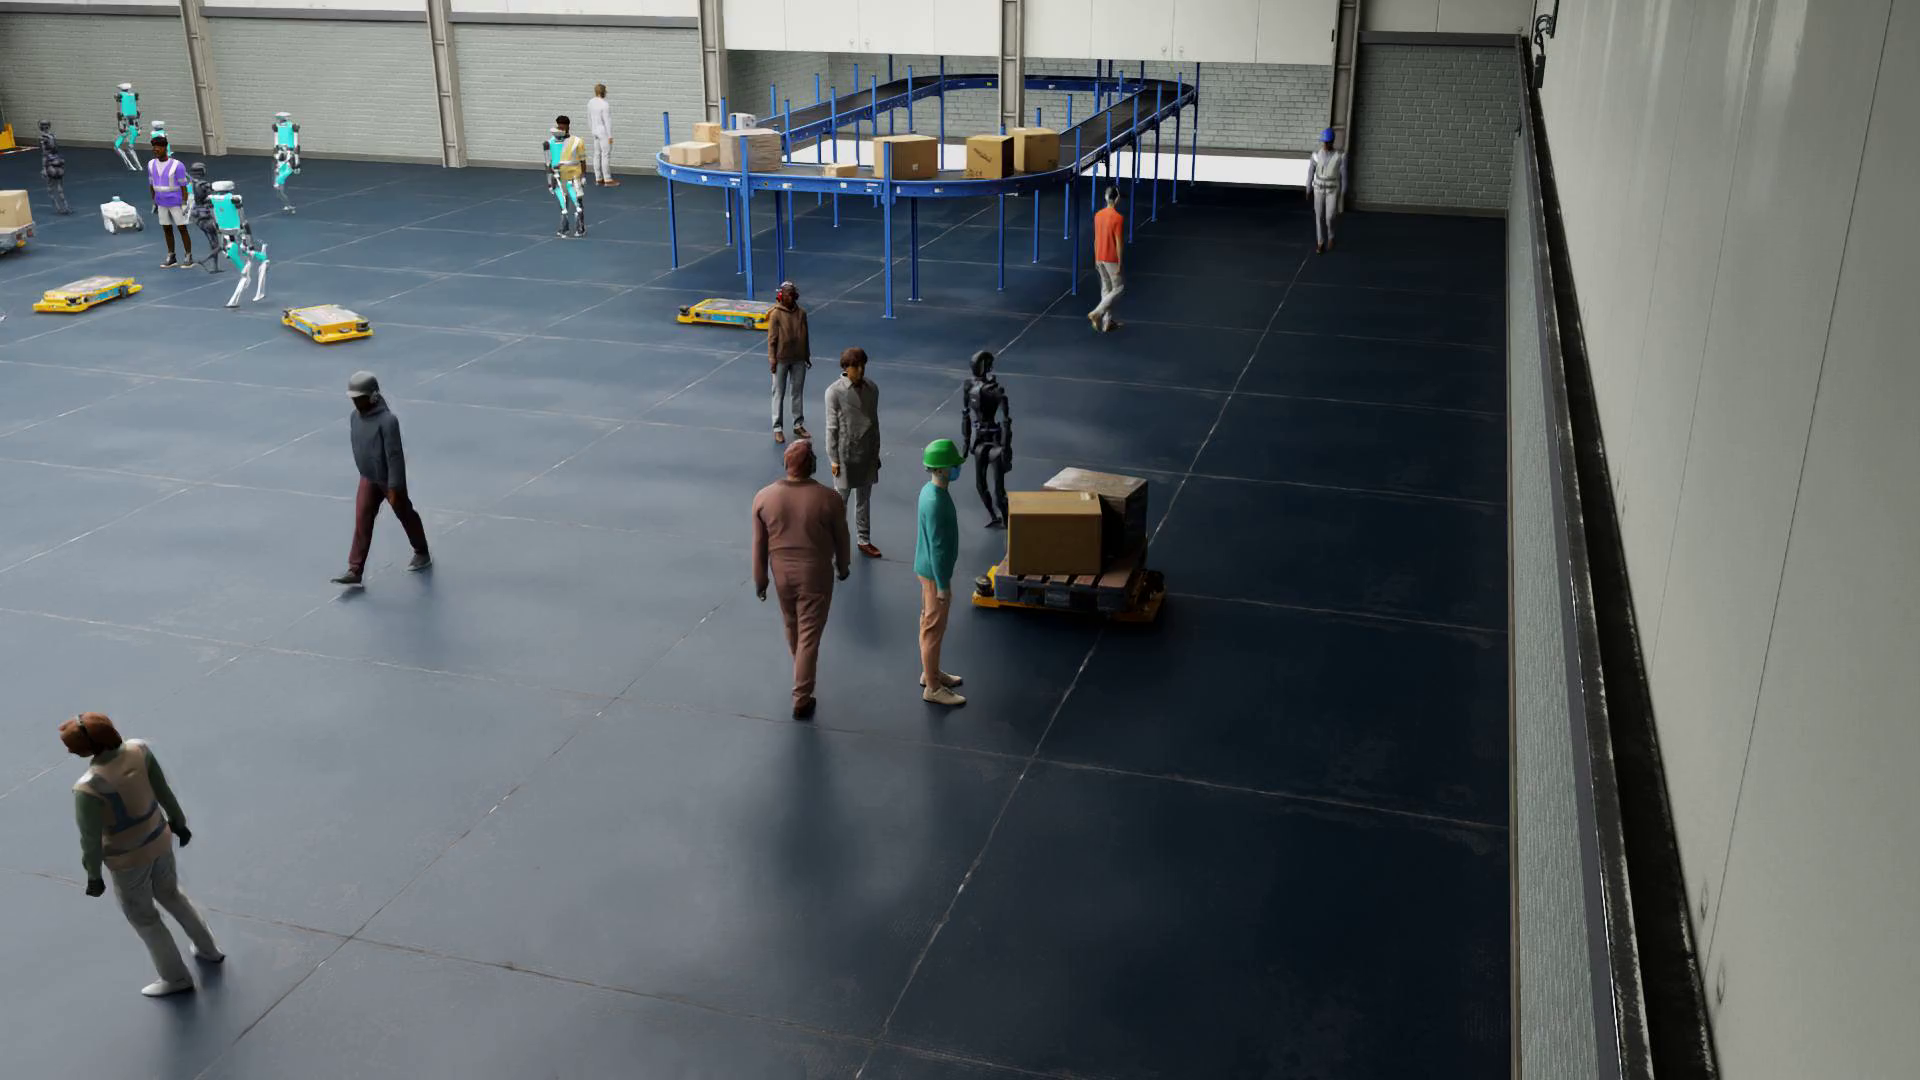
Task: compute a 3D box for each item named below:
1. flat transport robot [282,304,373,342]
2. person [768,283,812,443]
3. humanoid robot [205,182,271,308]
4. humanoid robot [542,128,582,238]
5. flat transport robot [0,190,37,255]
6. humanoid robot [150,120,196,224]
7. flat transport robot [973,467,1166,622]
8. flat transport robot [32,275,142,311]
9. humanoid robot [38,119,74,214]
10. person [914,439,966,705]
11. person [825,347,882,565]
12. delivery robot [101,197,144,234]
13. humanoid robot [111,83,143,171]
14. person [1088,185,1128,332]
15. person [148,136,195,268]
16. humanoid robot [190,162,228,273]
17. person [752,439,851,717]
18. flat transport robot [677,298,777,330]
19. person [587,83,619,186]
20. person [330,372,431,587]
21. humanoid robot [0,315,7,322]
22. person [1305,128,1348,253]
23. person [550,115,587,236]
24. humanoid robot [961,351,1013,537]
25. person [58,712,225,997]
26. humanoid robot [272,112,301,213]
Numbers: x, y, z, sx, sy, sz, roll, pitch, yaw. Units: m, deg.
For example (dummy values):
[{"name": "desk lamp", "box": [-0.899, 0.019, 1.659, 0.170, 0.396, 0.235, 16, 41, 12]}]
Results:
[{"name": "flat transport robot", "box": [-8.165, -2.799, 21.436, 0.659, 0.231, 1.431, -17, 27, -37]}, {"name": "person", "box": [-1.743, -1.830, 17.006, 0.458, 1.645, 0.322, -12, 24, -28]}, {"name": "humanoid robot", "box": [-9.703, -3.998, 22.511, 0.543, 1.761, 0.917, 5, 22, 13]}, {"name": "humanoid robot", "box": [-6.444, -5.819, 27.207, 0.530, 1.768, 0.697, -11, 24, -27]}, {"name": "flat transport robot", "box": [-15.262, -4.576, 26.047, 0.659, 0.231, 1.431, -3, 21, -7]}, {"name": "humanoid robot", "box": [-13.347, -6.286, 28.427, 0.706, 1.763, 0.531, -16, 26, -35]}, {"name": "flat transport robot", "box": [0.874, 0.386, 13.177, 1.431, 0.231, 0.659, 6, 22, 14]}, {"name": "flat transport robot", "box": [-12.072, -3.412, 23.027, 0.659, 0.231, 1.431, 3, 21, 9]}, {"name": "humanoid robot", "box": [-15.940, -6.573, 29.271, 0.361, 1.641, 0.603, -1, 21, -2]}, {"name": "person", "box": [-0.139, 0.206, 11.410, 0.355, 1.876, 0.516, -1, 21, -1]}, {"name": "person", "box": [-0.874, -0.710, 13.847, 0.503, 1.835, 0.364, -13, 25, -31]}, {"name": "delivery robot", "box": [-14.100, -5.446, 27.914, 0.795, 0.602, 0.499, 20, 29, 41]}, {"name": "humanoid robot", "box": [-17.036, -8.361, 33.916, 0.653, 1.860, 0.545, 8, 23, 21]}, {"name": "person", "box": [1.868, -3.545, 21.123, 0.643, 1.896, 0.476, -18, 28, -39]}, {"name": "person", "box": [-11.866, -5.068, 24.968, 0.601, 1.966, 0.369, 3, 21, 8]}, {"name": "humanoid robot", "box": [-11.146, -4.740, 24.522, 0.601, 1.647, 0.463, 17, 27, 37]}, {"name": "person", "box": [-1.051, 0.202, 11.438, 0.635, 1.857, 0.950, 5, 22, 14]}, {"name": "flat transport robot", "box": [-2.936, -2.977, 21.900, 1.431, 0.231, 0.659, 7, 22, 17]}, {"name": "person", "box": [-6.930, -7.839, 32.192, 0.628, 1.938, 0.369, 19, 28, 40]}, {"name": "person", "box": [-4.691, -0.489, 13.371, 0.572, 1.760, 0.943, 10, 23, 24]}, {"name": "humanoid robot", "box": [-12.799, -3.573, 21.521, 0.546, 1.861, 0.849, 18, 28, 39]}, {"name": "person", "box": [5.718, -5.450, 25.999, 0.646, 1.931, 0.456, 11, 24, 27]}, {"name": "person", "box": [-6.443, -5.998, 27.379, 0.612, 1.963, 0.362, 3, 21, 8]}, {"name": "humanoid robot", "box": [0.284, -0.844, 14.440, 0.594, 1.657, 0.419, 19, 28, 41]}, {"name": "person", "box": [-4.100, 1.558, 8.267, 0.391, 1.607, 0.549, 4, 21, 10]}, {"name": "humanoid robot", "box": [-11.910, -6.544, 29.141, 0.552, 1.787, 0.820, 7, 22, 18]}]
